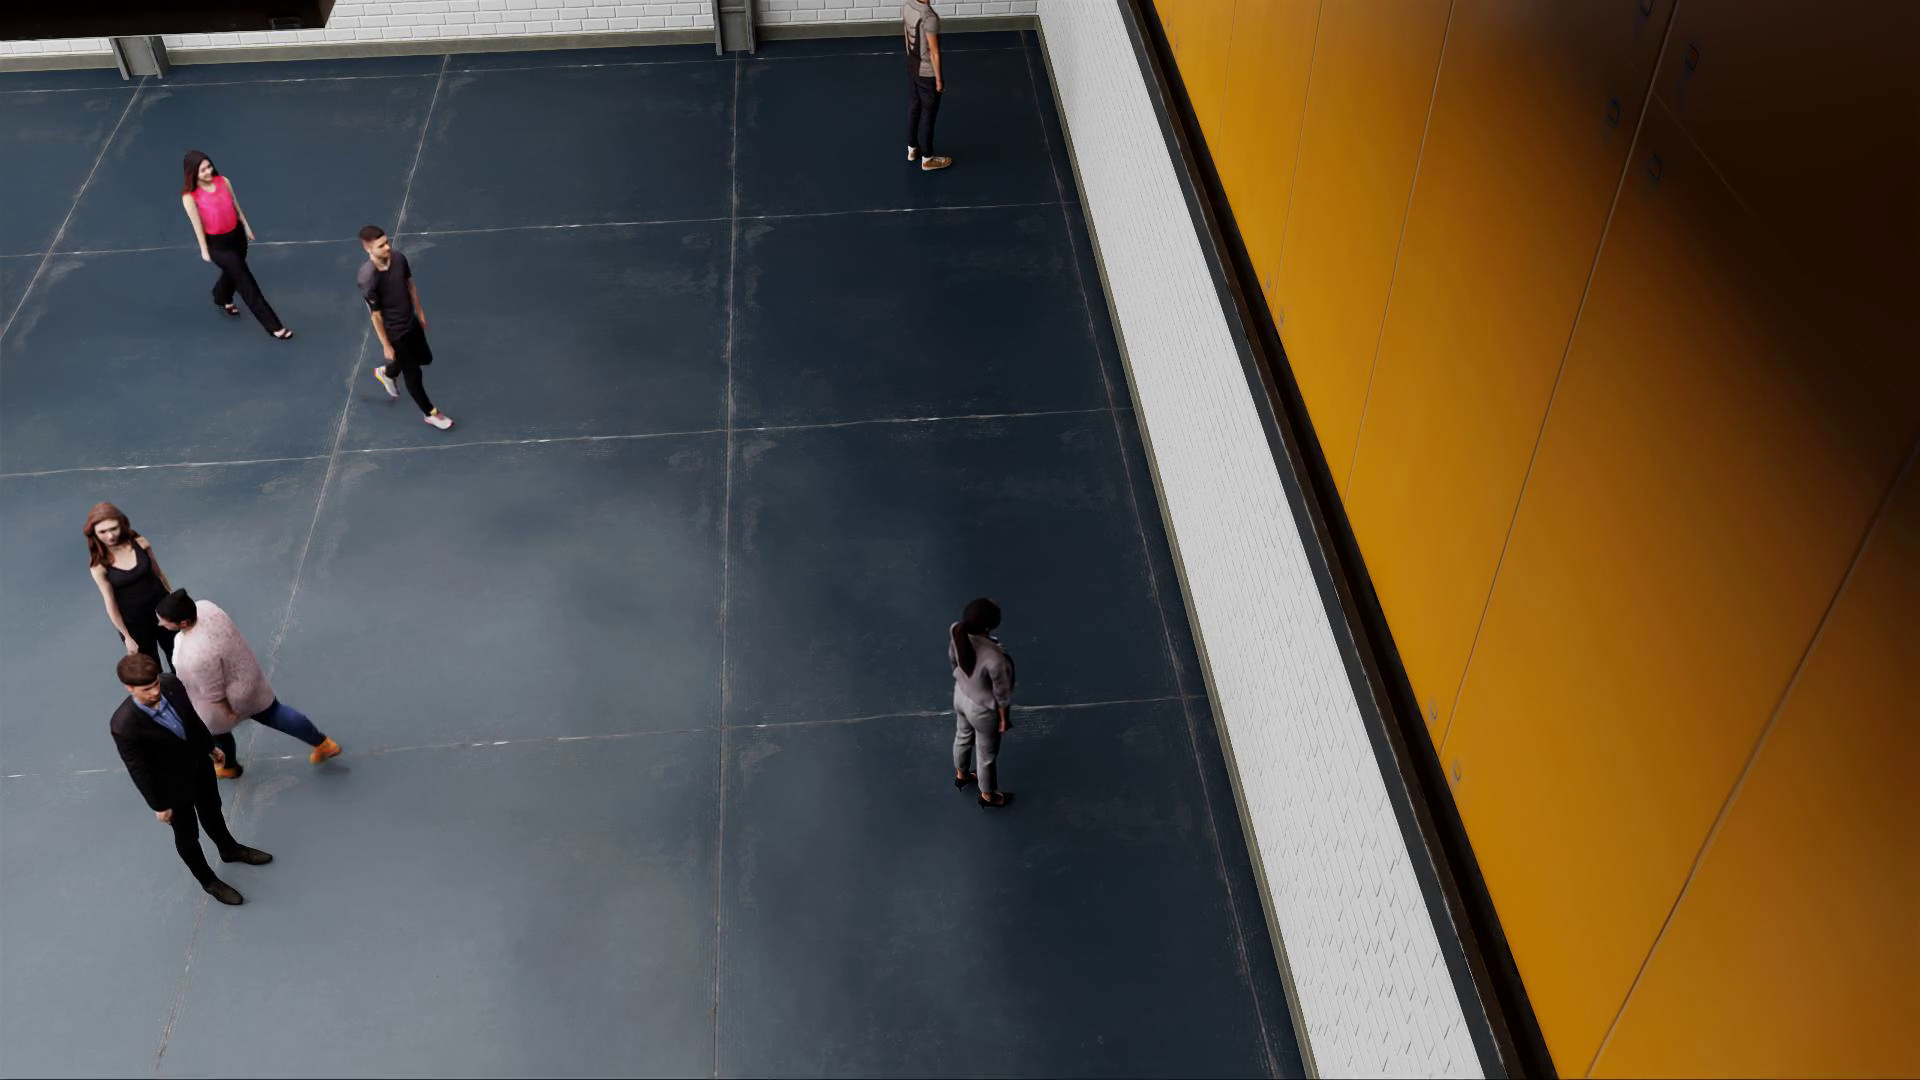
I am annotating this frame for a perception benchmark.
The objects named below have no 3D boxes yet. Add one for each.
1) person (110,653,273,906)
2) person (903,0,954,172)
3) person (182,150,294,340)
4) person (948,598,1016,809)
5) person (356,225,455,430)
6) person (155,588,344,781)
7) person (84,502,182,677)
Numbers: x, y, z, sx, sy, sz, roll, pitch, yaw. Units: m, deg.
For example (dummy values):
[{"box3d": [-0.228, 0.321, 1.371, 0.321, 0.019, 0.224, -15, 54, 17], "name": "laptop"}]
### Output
[{"box3d": [-4.348, 1.297, 9.256, 0.739, 1.884, 0.770, 11, 45, 11], "name": "person"}, {"box3d": [-0.325, -4.284, 15.108, 0.715, 1.893, 0.734, -25, 49, -24], "name": "person"}, {"box3d": [-5.912, -2.370, 13.295, 1.157, 1.622, 0.920, 16, 46, 16], "name": "person"}, {"box3d": [0.108, 0.962, 9.757, 0.757, 1.678, 0.723, -29, 51, -27], "name": "person"}, {"box3d": [-4.240, -1.599, 12.395, 1.063, 1.748, 0.906, 16, 46, 16], "name": "person"}, {"box3d": [-4.246, 0.863, 9.847, 1.160, 1.697, 0.784, 3, 44, 3], "name": "person"}, {"box3d": [-5.036, 0.441, 10.258, 0.686, 1.743, 0.656, 22, 48, 22], "name": "person"}]
